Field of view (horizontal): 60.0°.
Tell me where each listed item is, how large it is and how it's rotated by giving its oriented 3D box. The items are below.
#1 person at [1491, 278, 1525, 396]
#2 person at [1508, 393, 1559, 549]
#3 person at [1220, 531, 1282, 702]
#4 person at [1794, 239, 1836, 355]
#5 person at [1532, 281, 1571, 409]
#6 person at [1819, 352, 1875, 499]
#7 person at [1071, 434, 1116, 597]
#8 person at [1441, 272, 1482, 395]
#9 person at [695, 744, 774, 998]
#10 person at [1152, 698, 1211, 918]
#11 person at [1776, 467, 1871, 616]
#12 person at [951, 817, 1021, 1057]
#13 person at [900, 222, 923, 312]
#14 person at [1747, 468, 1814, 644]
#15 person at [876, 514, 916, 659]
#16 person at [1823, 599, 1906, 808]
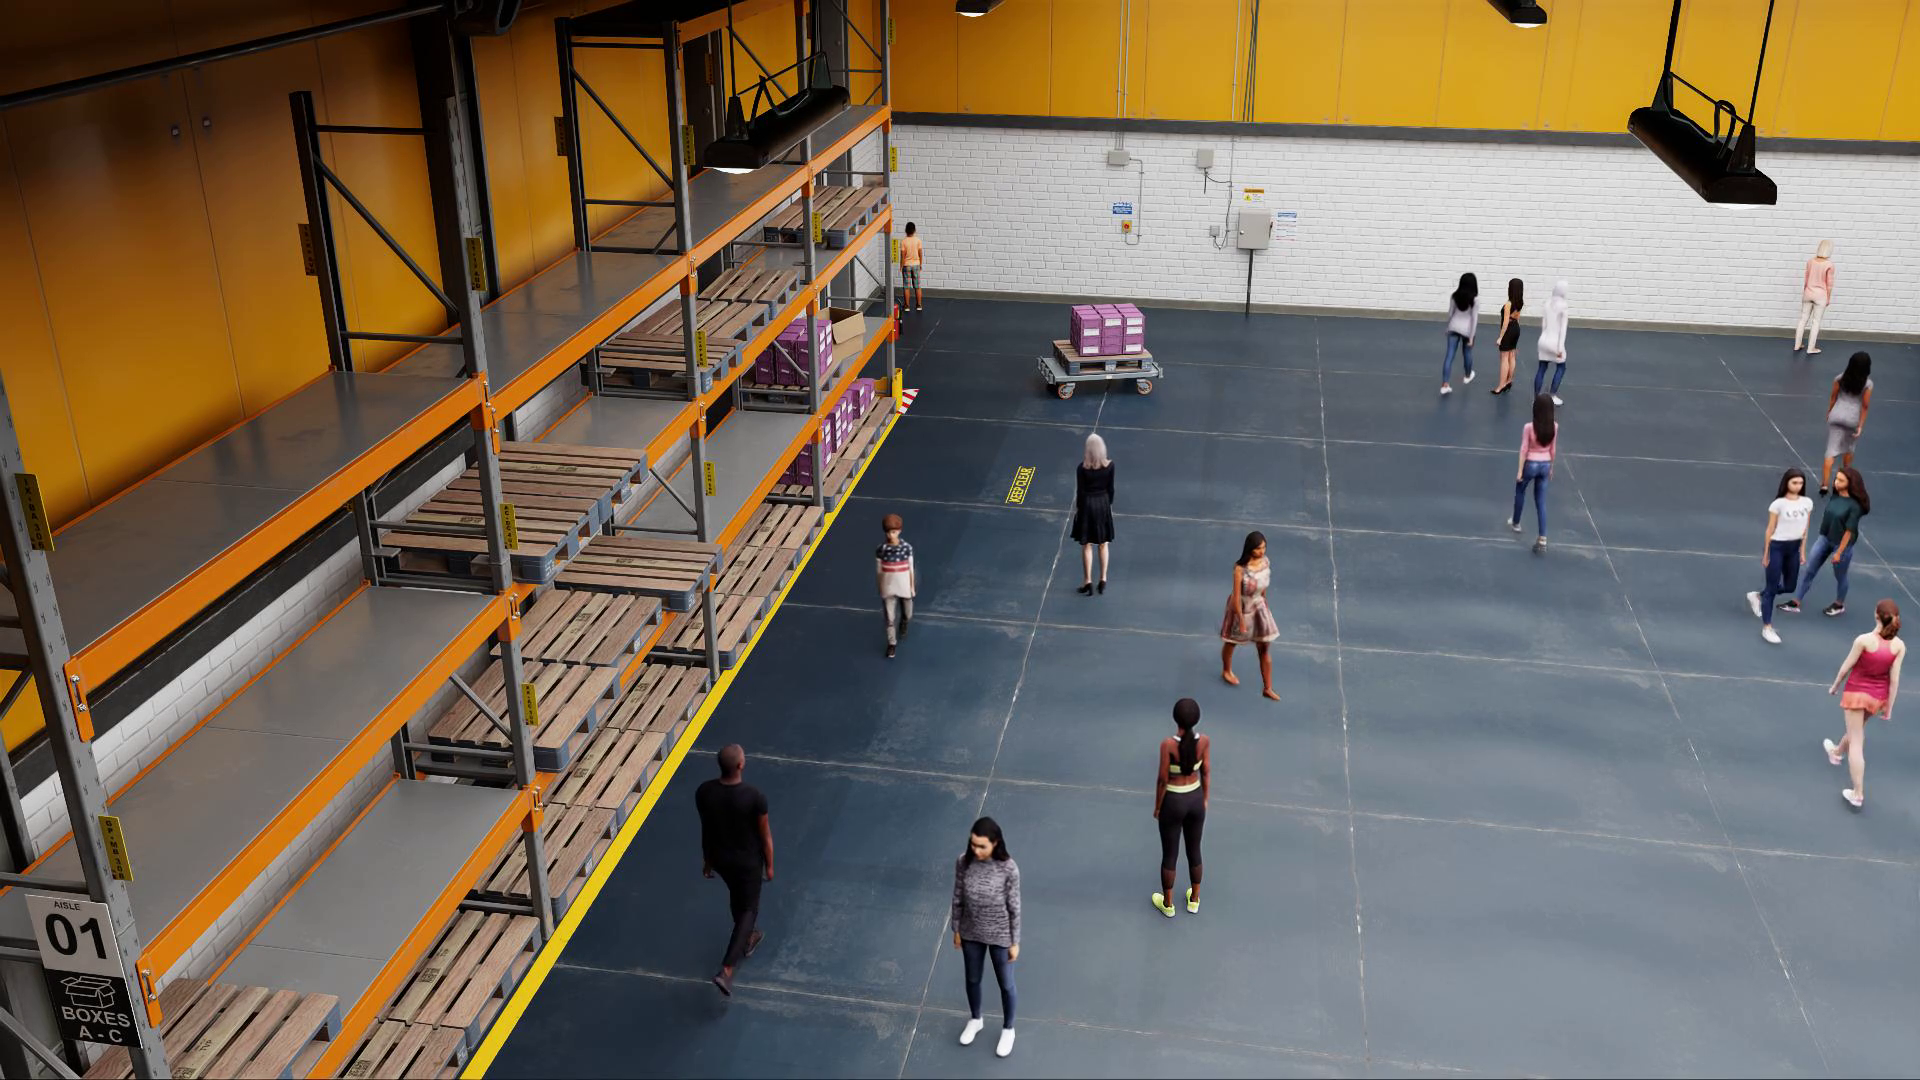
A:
[{"bbox_3d":[7.678,-2.846,23.222,0.597,1.650,0.683,-20,30,-38],"label":"person"},{"bbox_3d":[6.379,-0.735,18.326,0.815,1.703,1.187,-2,24,-3],"label":"person"},{"bbox_3d":[2.594,0.642,15.298,0.986,1.605,1.114,-12,26,-25],"label":"person"},{"bbox_3d":[12.882,-3.679,25.033,0.734,1.725,0.670,-15,28,-31],"label":"person"},{"bbox_3d":[7.965,-2.628,22.581,0.855,1.763,0.791,-13,27,-27],"label":"person"},{"bbox_3d":[10.412,-1.328,19.631,0.889,1.744,1.129,15,28,31],"label":"person"},{"bbox_3d":[1.386,-0.269,17.206,0.690,1.747,0.703,-6,24,-14],"label":"person"},{"bbox_3d":[6.938,-2.849,23.184,0.955,1.685,1.239,16,28,32],"label":"person"},{"bbox_3d":[-1.556,2.258,11.365,0.749,1.794,1.157,7,24,15],"label":"person"},{"bbox_3d":[1.621,1.948,12.126,0.632,1.753,0.622,-5,24,-11],"label":"person"},{"bbox_3d":[8.874,0.042,16.694,0.905,1.587,0.993,-7,24,-15],"label":"person"},{"bbox_3d":[0.189,2.538,10.804,0.653,1.731,0.586,8,25,18],"label":"person"},{"bbox_3d":[-0.796,-4.478,27.190,0.591,1.461,0.597,-5,24,-12],"label":"person"},{"bbox_3d":[8.021,0.109,16.317,0.789,1.766,0.964,-4,24,-10],"label":"person"},{"bbox_3d":[-0.613,0.404,16.070,0.615,1.423,0.824,0,24,0],"label":"person"},{"bbox_3d":[7.392,1.348,13.562,0.626,1.702,1.165,2,24,4],"label":"person"}]
